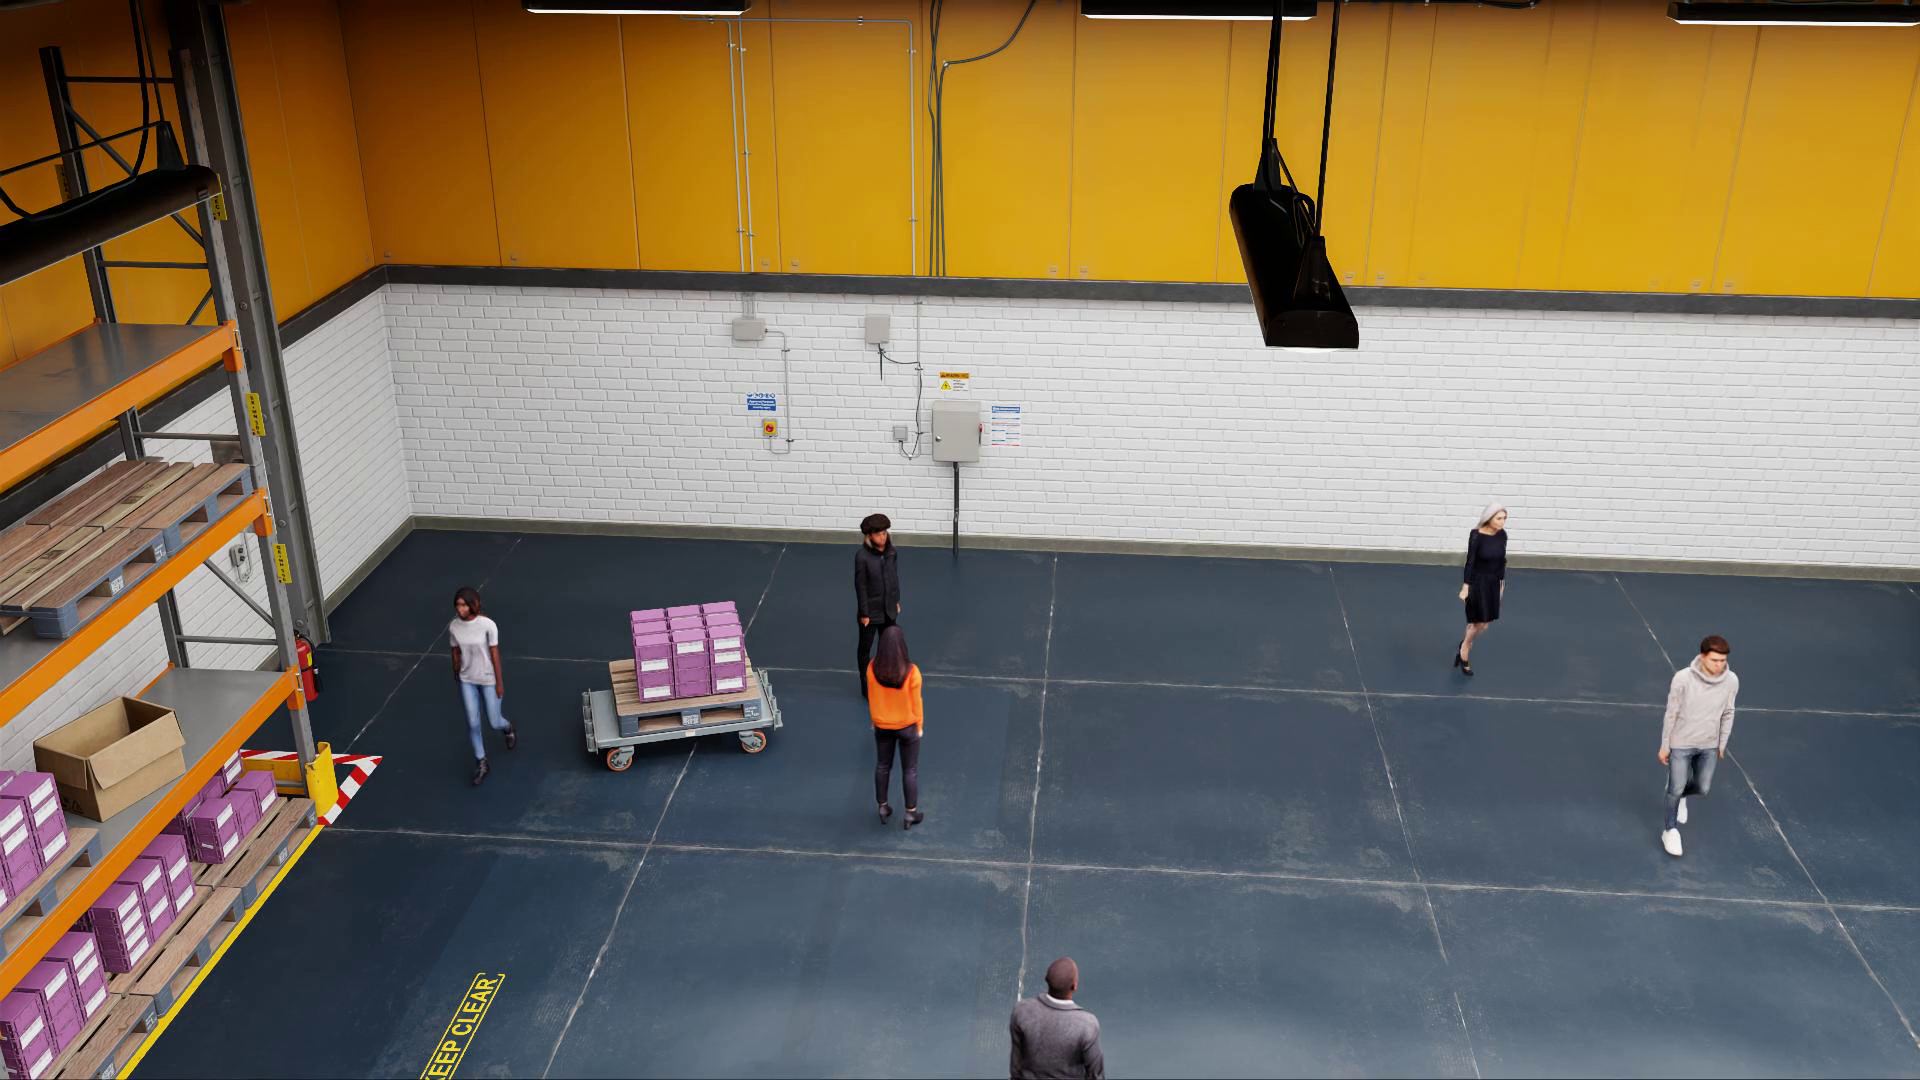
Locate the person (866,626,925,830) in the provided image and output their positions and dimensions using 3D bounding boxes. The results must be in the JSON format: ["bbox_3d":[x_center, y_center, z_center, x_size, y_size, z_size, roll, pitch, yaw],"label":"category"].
[{"bbox_3d":[-0.507,1.464,13.068,0.682,1.749,0.653,10,25,21],"label":"person"}]

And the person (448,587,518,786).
[{"bbox_3d":[-3.954,1.158,13.822,0.591,1.706,0.872,3,24,7],"label":"person"}]

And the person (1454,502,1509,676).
[{"bbox_3d":[4.781,0.433,15.444,0.755,1.737,0.825,-11,26,-24],"label":"person"}]

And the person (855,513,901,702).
[{"bbox_3d":[-0.752,0.580,15.054,0.725,1.780,0.779,-17,29,-34],"label":"person"}]

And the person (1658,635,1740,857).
[{"bbox_3d":[5.628,1.513,12.848,0.673,1.837,0.852,1,24,3],"label":"person"}]

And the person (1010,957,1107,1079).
[{"bbox_3d":[0.515,3.100,9.247,0.768,1.814,0.674,8,25,17],"label":"person"}]
